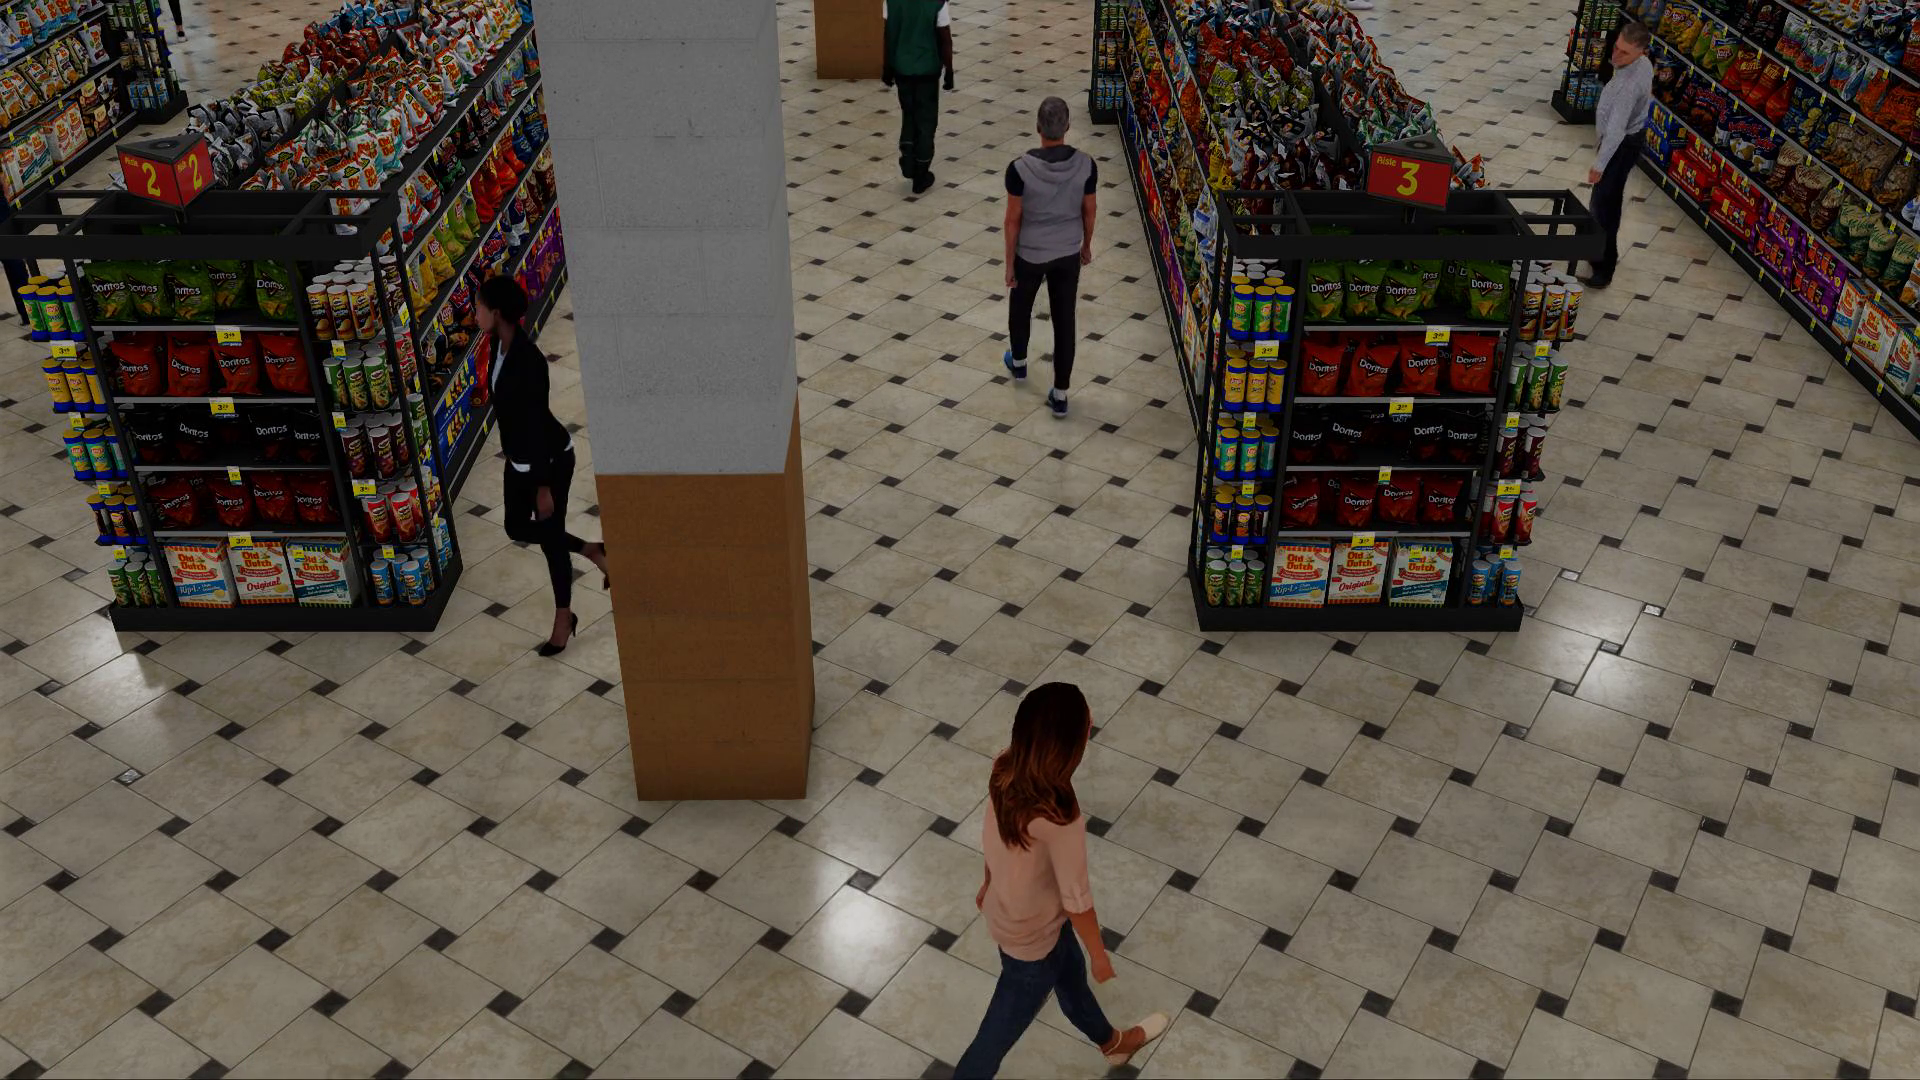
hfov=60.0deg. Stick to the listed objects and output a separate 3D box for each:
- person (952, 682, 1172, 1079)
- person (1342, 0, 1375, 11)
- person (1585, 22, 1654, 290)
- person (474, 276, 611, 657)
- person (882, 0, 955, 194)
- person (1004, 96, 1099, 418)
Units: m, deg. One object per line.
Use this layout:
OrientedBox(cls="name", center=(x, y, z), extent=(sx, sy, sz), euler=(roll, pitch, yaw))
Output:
OrientedBox(cls="person", center=(0.129, 1.212, 5.026), extent=(0.940, 1.744, 1.137), euler=(-12, 34, -18))
OrientedBox(cls="person", center=(4.200, -6.525, 17.347), extent=(0.749, 1.863, 0.510), euler=(-1, 32, -1))
OrientedBox(cls="person", center=(4.418, -2.612, 11.137), extent=(0.930, 1.780, 0.722), euler=(24, 39, 33))
OrientedBox(cls="person", center=(-1.811, -0.334, 7.440), extent=(0.887, 1.819, 0.946), euler=(26, 40, 35))
OrientedBox(cls="person", center=(-0.348, -3.489, 12.503), extent=(0.804, 1.827, 0.819), euler=(10, 33, 16))
OrientedBox(cls="person", center=(0.527, -1.547, 9.405), extent=(0.779, 1.801, 1.002), euler=(-3, 32, -5))
